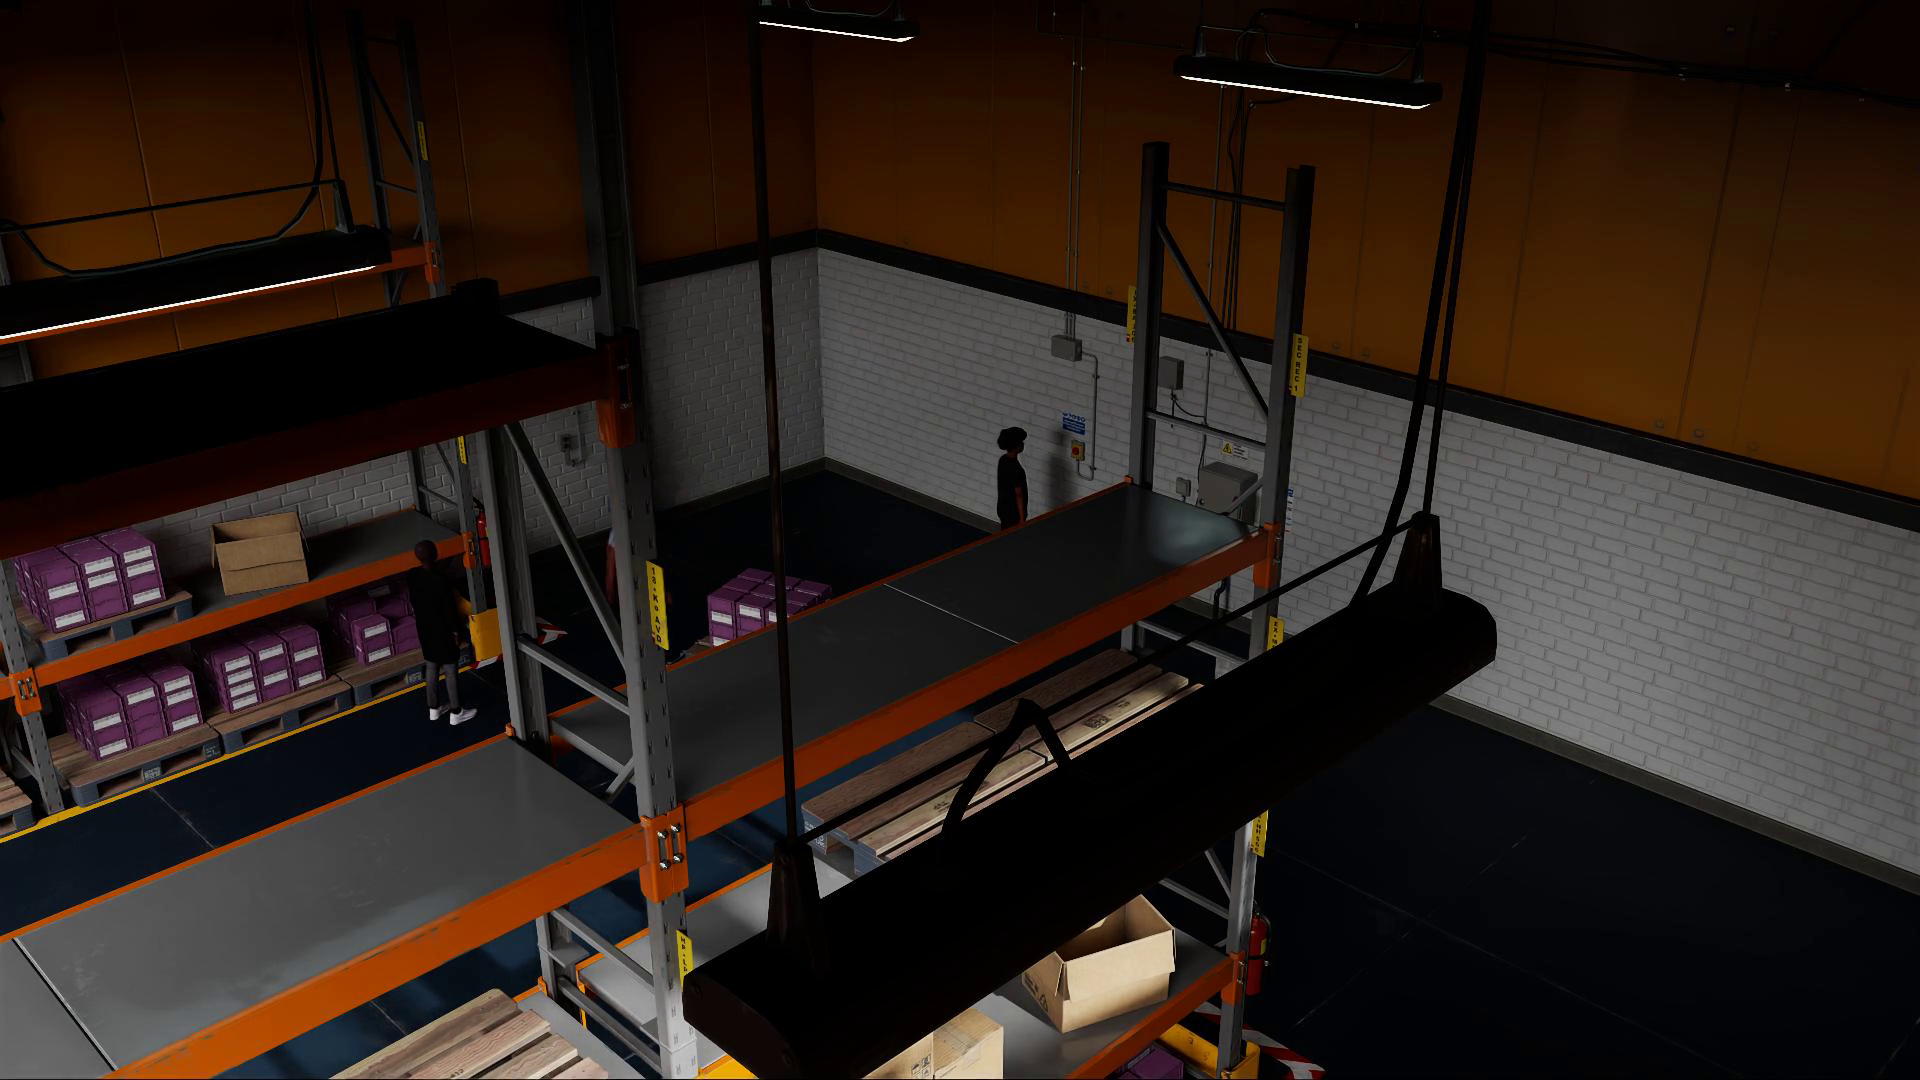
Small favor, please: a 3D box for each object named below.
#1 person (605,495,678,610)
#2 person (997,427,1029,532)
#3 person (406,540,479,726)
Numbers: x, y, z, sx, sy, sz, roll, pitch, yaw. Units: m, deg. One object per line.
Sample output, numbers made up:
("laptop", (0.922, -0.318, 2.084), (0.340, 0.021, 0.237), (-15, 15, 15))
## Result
("person", (-3.301, -0.009, 16.841), (0.989, 1.703, 1.186), (8, 25, 19))
("person", (0.551, -0.346, 17.511), (0.705, 1.784, 0.699), (-9, 25, -20))
("person", (-4.685, 0.816, 14.881), (0.707, 1.761, 0.669), (11, 26, 24))
